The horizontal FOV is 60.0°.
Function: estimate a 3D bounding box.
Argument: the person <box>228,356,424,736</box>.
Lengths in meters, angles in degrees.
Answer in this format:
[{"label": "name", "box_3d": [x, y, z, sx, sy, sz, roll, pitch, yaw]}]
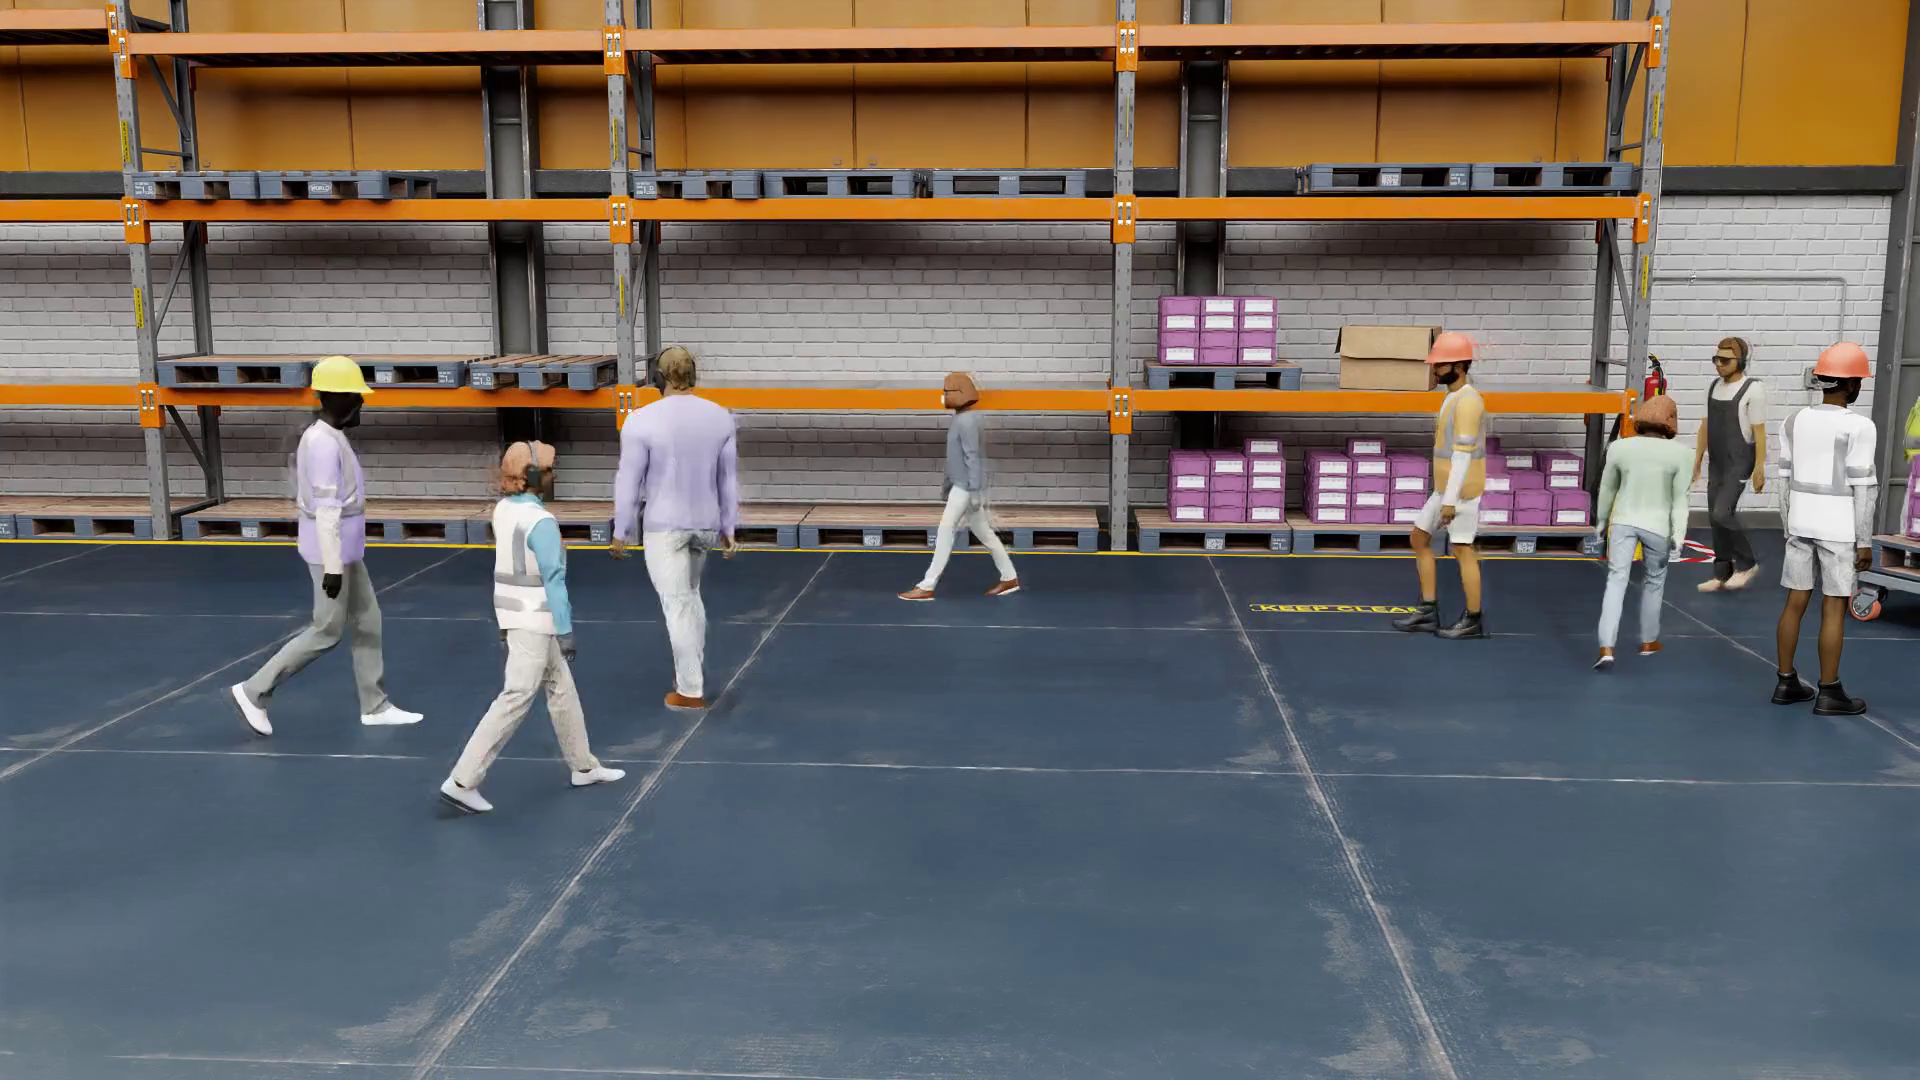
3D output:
[{"label": "person", "box_3d": [-3.182, 0.042, 8.218, 0.836, 1.903, 0.596, -3, 10, -17]}]

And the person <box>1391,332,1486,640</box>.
[{"label": "person", "box_3d": [2.963, -0.322, 10.289, 0.702, 1.910, 0.586, 1, 10, 5]}]

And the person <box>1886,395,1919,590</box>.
[{"label": "person", "box_3d": [6.926, -0.488, 11.605, 0.742, 1.814, 0.657, 3, 10, 16]}]

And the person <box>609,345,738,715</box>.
[{"label": "person", "box_3d": [-1.533, -0.060, 8.746, 0.644, 1.917, 0.688, -9, 13, -42]}]

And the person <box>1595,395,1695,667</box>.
[{"label": "person", "box_3d": [3.964, -0.048, 9.703, 0.527, 1.591, 0.886, 6, 11, 32]}]

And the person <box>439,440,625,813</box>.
[{"label": "person", "box_3d": [-1.885, 0.365, 7.192, 0.848, 1.599, 0.530, -6, 12, -33]}]

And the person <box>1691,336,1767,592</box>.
[{"label": "person", "box_3d": [5.383, -0.509, 11.652, 0.423, 1.831, 0.499, -3, 10, -15]}]

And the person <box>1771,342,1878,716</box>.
[{"label": "person", "box_3d": [4.521, -0.056, 8.669, 0.355, 1.939, 0.543, -4, 11, -24]}]

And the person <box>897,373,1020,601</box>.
[{"label": "person", "box_3d": [0.024, -0.366, 11.527, 0.878, 1.588, 0.518, -1, 10, -6]}]
